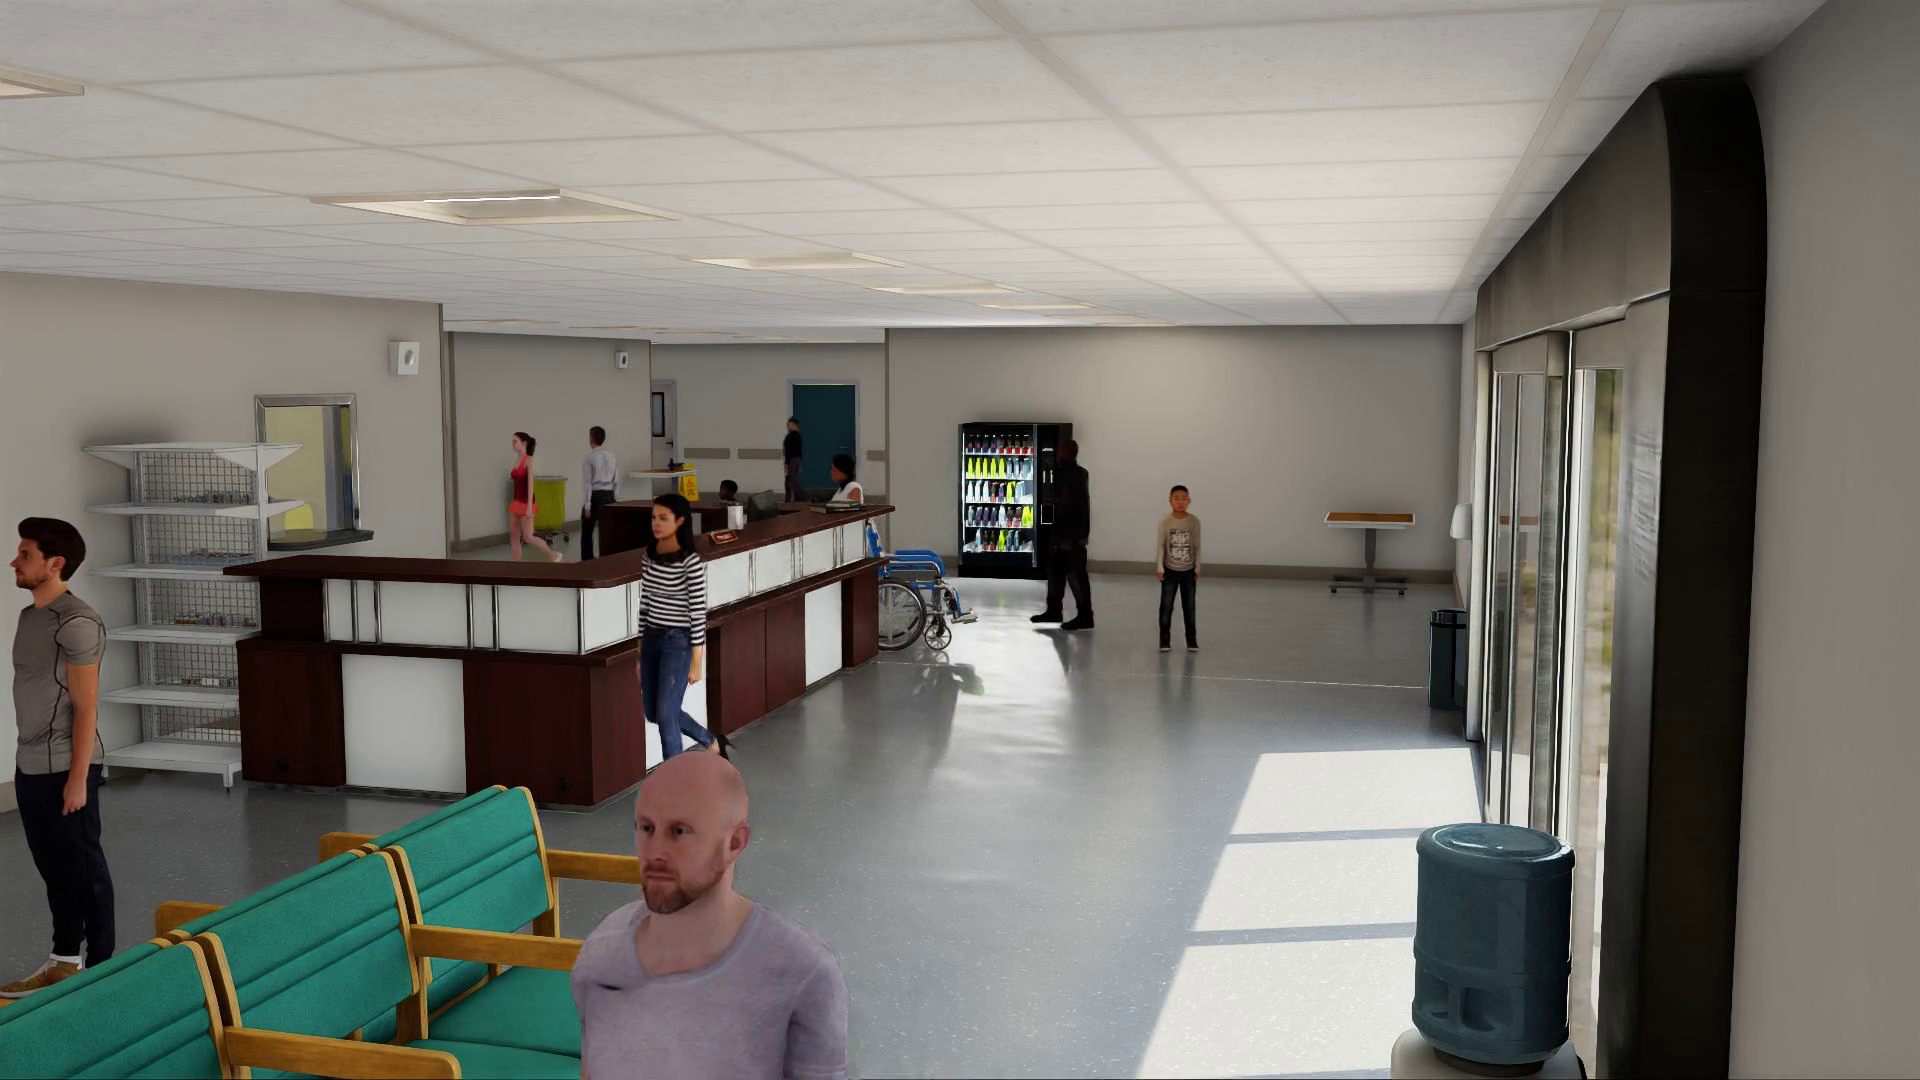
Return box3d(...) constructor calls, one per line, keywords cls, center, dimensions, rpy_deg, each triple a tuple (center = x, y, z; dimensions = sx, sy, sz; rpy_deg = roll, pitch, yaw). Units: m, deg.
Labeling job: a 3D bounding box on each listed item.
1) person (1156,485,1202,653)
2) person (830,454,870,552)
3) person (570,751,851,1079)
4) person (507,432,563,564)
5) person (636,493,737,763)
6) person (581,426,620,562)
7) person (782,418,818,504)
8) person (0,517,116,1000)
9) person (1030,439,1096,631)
box3d(cls="person", center=(1.914, 0.249, 14.557), dimensions=(0.516, 1.458, 0.652), rpy_deg=(0, 6, -3))
box3d(cls="person", center=(-0.992, 0.027, 15.680), dimensions=(0.725, 1.673, 0.739), rpy_deg=(0, 6, -3))
box3d(cls="person", center=(-0.372, 1.263, 2.844), dimensions=(1.109, 1.785, 0.731), rpy_deg=(2, 6, 15))
box3d(cls="person", center=(-5.025, -0.383, 19.456), dimensions=(0.926, 1.734, 0.977), rpy_deg=(-5, 8, -44))
box3d(cls="person", center=(-1.505, 0.637, 9.017), dimensions=(0.914, 1.778, 0.855), rpy_deg=(4, 7, 37))
box3d(cls="person", center=(-4.192, -0.423, 19.605), dimensions=(1.061, 1.785, 1.281), rpy_deg=(-5, 8, -43))
box3d(cls="person", center=(-2.755, -1.213, 28.164), dimensions=(1.056, 1.643, 0.702), rpy_deg=(2, 6, 23))
box3d(cls="person", center=(-3.457, 0.850, 6.388), dimensions=(0.634, 1.896, 0.775), rpy_deg=(4, 7, 37))
box3d(cls="person", center=(1.163, -0.053, 15.787), dimensions=(0.895, 1.812, 0.774), rpy_deg=(1, 6, 6))
